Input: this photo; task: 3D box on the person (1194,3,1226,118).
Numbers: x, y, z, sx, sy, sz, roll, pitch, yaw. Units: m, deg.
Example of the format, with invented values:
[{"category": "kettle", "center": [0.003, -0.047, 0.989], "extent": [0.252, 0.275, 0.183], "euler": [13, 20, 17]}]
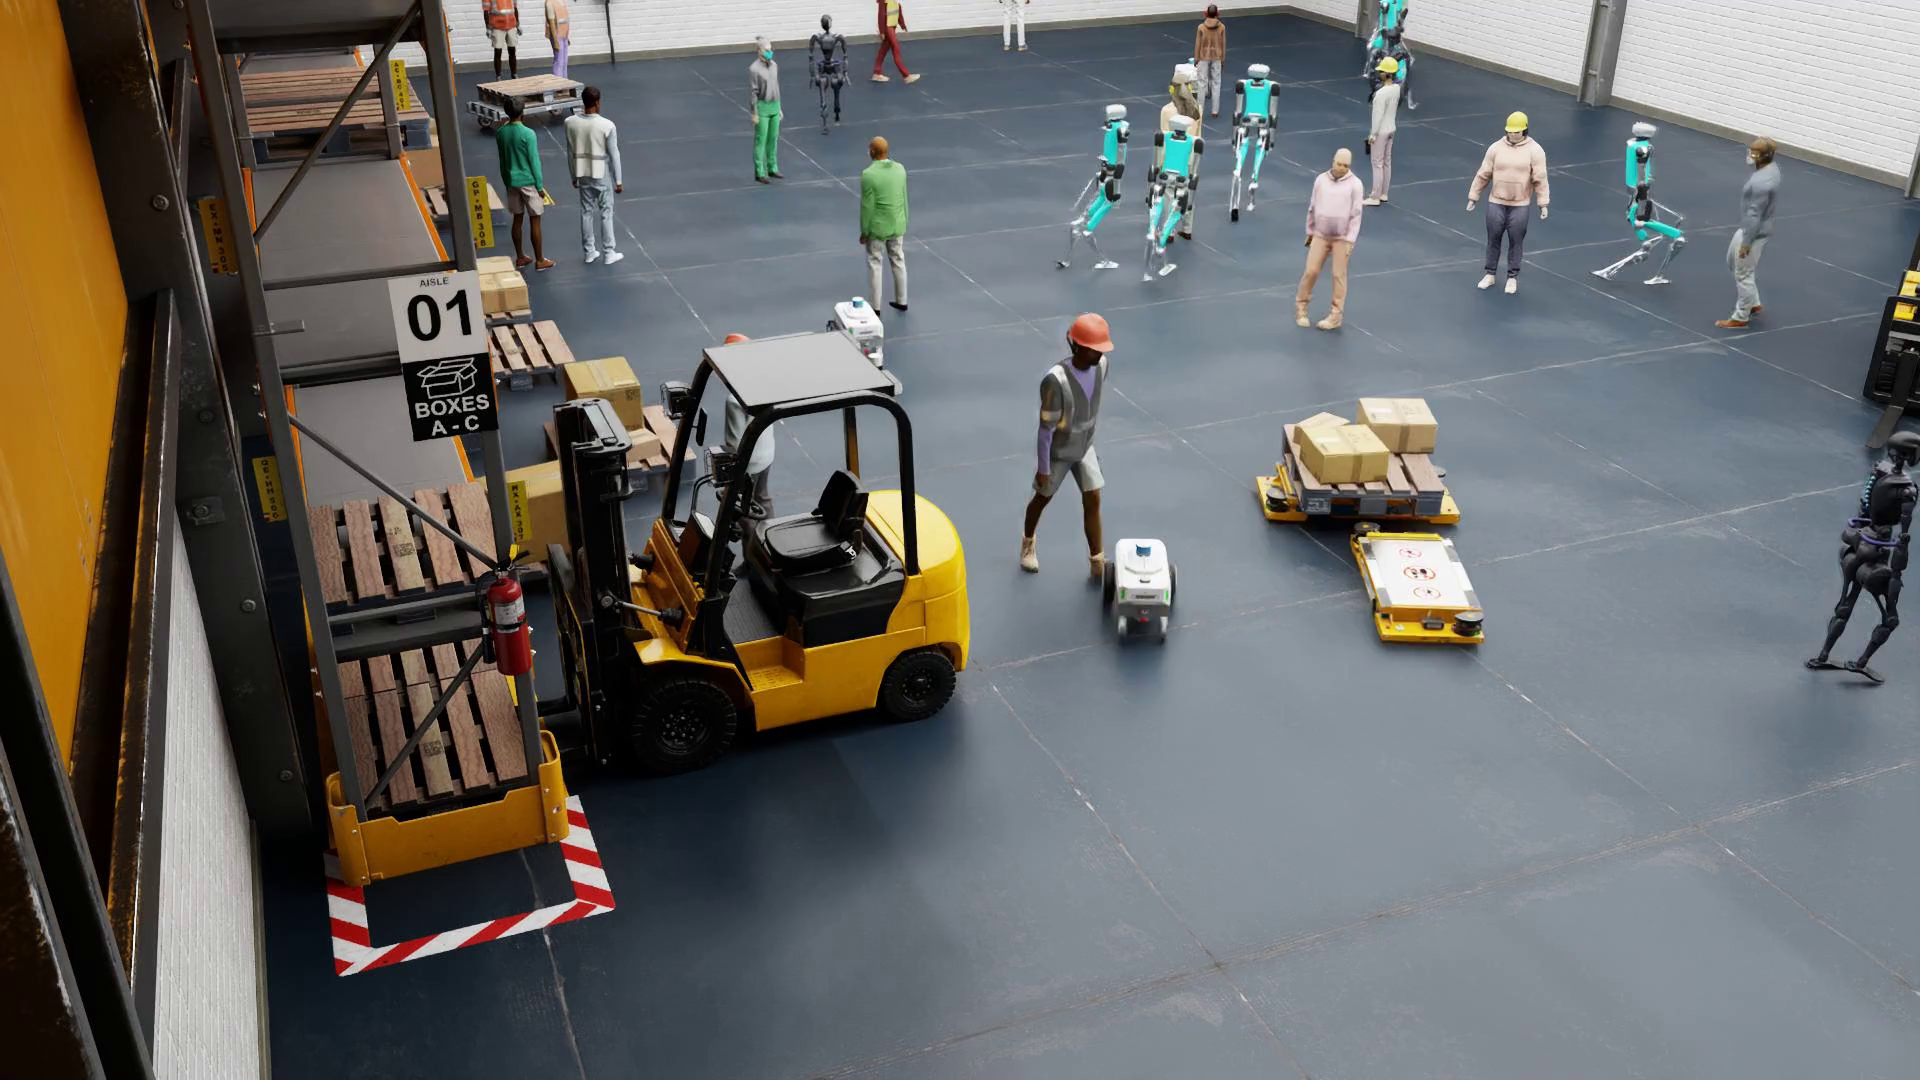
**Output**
[{"category": "person", "center": [3.663, -7.021, 24.410], "extent": [0.458, 1.651, 0.333], "euler": [-2, 27, -3]}]

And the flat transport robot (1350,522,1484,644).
[{"category": "flat transport robot", "center": [3.118, 0.286, 11.419], "extent": [0.659, 0.231, 1.431], "euler": [2, 27, 3]}]

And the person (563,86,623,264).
[{"category": "person", "center": [-3.943, -3.933, 17.994], "extent": [0.597, 1.907, 0.413], "euler": [6, 27, 11]}]

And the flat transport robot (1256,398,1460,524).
[{"category": "flat transport robot", "center": [3.023, -0.351, 12.685], "extent": [1.431, 0.231, 0.659], "euler": [1, 27, 2]}]

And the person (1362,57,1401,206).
[{"category": "person", "center": [5.108, -4.946, 20.153], "extent": [0.294, 1.772, 0.532], "euler": [19, 32, 33]}]

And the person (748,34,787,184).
[{"category": "person", "center": [-2.464, -5.485, 21.147], "extent": [0.324, 1.839, 0.523], "euler": [18, 32, 32]}]

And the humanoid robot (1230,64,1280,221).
[{"category": "humanoid robot", "center": [3.410, -4.645, 19.622], "extent": [0.534, 1.771, 0.971], "euler": [9, 28, 16]}]

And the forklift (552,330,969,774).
[{"category": "forklift", "center": [-1.094, 0.010, 9.831], "extent": [2.313, 2.155, 1.214], "euler": [-10, 28, -20]}]

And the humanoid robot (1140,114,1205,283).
[{"category": "humanoid robot", "center": [2.118, -3.458, 17.259], "extent": [0.575, 1.763, 0.971], "euler": [12, 29, 22]}]

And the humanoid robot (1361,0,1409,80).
[{"category": "humanoid robot", "center": [6.745, -8.230, 26.767], "extent": [0.997, 1.778, 0.530], "euler": [-12, 29, -23]}]

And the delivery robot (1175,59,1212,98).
[{"category": "delivery robot", "center": [3.621, -7.217, 26.009], "extent": [0.499, 0.581, 0.768], "euler": [-5, 27, -10]}]

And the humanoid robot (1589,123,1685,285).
[{"category": "humanoid robot", "center": [7.163, -3.398, 17.142], "extent": [1.013, 1.747, 0.536], "euler": [4, 27, 8]}]

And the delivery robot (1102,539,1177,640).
[{"category": "delivery robot", "center": [1.212, 0.284, 11.093], "extent": [0.499, 0.585, 0.772], "euler": [1, 27, 2]}]

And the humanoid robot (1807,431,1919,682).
[{"category": "humanoid robot", "center": [5.638, 0.089, 10.247], "extent": [0.448, 1.650, 0.589], "euler": [1, 27, 1]}]

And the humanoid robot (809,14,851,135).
[{"category": "humanoid robot", "center": [-1.856, -6.655, 23.723], "extent": [0.599, 1.652, 0.756], "euler": [1, 27, 2]}]

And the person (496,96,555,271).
[{"category": "person", "center": [-4.690, -3.803, 17.805], "extent": [0.498, 1.843, 0.399], "euler": [10, 29, 20]}]

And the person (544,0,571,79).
[{"category": "person", "center": [-6.157, -7.697, 25.541], "extent": [0.390, 1.847, 0.562], "euler": [3, 27, 5]}]

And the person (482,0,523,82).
[{"category": "person", "center": [-7.214, -8.129, 26.271], "extent": [0.612, 1.961, 0.363], "euler": [-20, 33, -35]}]

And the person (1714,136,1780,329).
[{"category": "person", "center": [7.646, -2.934, 16.004], "extent": [0.460, 1.912, 0.685], "euler": [11, 29, 21]}]

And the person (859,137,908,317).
[{"category": "person", "center": [-0.747, -3.098, 16.468], "extent": [0.562, 1.776, 0.388], "euler": [-19, 33, -34]}]

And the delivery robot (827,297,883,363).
[{"category": "delivery robot", "center": [-0.956, -1.978, 15.625], "extent": [0.499, 0.614, 0.818], "euler": [-7, 27, -13]}]

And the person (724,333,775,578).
[{"category": "person", "center": [-1.473, -0.588, 11.518], "extent": [0.351, 1.737, 0.575], "euler": [9, 28, 18]}]

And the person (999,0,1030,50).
[{"category": "person", "center": [0.955, -9.593, 29.269], "extent": [0.572, 1.886, 0.357], "euler": [7, 27, 13]}]

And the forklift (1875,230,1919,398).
[{"category": "forklift", "center": [9.029, -2.397, 14.618], "extent": [1.214, 2.155, 2.313], "euler": [18, 32, 32]}]

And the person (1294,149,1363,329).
[{"category": "person", "center": [3.602, -2.936, 16.173], "extent": [0.562, 1.758, 0.460], "euler": [13, 29, 23]}]

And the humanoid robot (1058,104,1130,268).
[{"category": "humanoid robot", "center": [1.363, -3.709, 17.800], "extent": [0.872, 1.825, 0.535], "euler": [-6, 27, -11]}]

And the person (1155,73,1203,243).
[{"category": "person", "center": [2.467, -4.289, 18.733], "extent": [0.561, 1.874, 0.390], "euler": [-13, 29, -24]}]

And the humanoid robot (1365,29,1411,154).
[{"category": "humanoid robot", "center": [5.763, -6.047, 22.457], "extent": [0.592, 1.635, 0.576], "euler": [17, 31, 30]}]

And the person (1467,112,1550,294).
[{"category": "person", "center": [5.678, -3.502, 17.194], "extent": [0.820, 1.853, 0.434], "euler": [14, 30, 25]}]

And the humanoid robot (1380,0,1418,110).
[{"category": "humanoid robot", "center": [6.675, -7.349, 25.080], "extent": [0.821, 1.874, 0.547], "euler": [12, 29, 23]}]

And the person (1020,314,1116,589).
[{"category": "person", "center": [0.741, -0.626, 11.353], "extent": [0.629, 1.977, 0.894], "euler": [-21, 34, -36]}]

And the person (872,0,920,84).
[{"category": "person", "center": [-1.043, -8.208, 26.690], "extent": [0.919, 1.723, 0.488], "euler": [10, 28, 19]}]
